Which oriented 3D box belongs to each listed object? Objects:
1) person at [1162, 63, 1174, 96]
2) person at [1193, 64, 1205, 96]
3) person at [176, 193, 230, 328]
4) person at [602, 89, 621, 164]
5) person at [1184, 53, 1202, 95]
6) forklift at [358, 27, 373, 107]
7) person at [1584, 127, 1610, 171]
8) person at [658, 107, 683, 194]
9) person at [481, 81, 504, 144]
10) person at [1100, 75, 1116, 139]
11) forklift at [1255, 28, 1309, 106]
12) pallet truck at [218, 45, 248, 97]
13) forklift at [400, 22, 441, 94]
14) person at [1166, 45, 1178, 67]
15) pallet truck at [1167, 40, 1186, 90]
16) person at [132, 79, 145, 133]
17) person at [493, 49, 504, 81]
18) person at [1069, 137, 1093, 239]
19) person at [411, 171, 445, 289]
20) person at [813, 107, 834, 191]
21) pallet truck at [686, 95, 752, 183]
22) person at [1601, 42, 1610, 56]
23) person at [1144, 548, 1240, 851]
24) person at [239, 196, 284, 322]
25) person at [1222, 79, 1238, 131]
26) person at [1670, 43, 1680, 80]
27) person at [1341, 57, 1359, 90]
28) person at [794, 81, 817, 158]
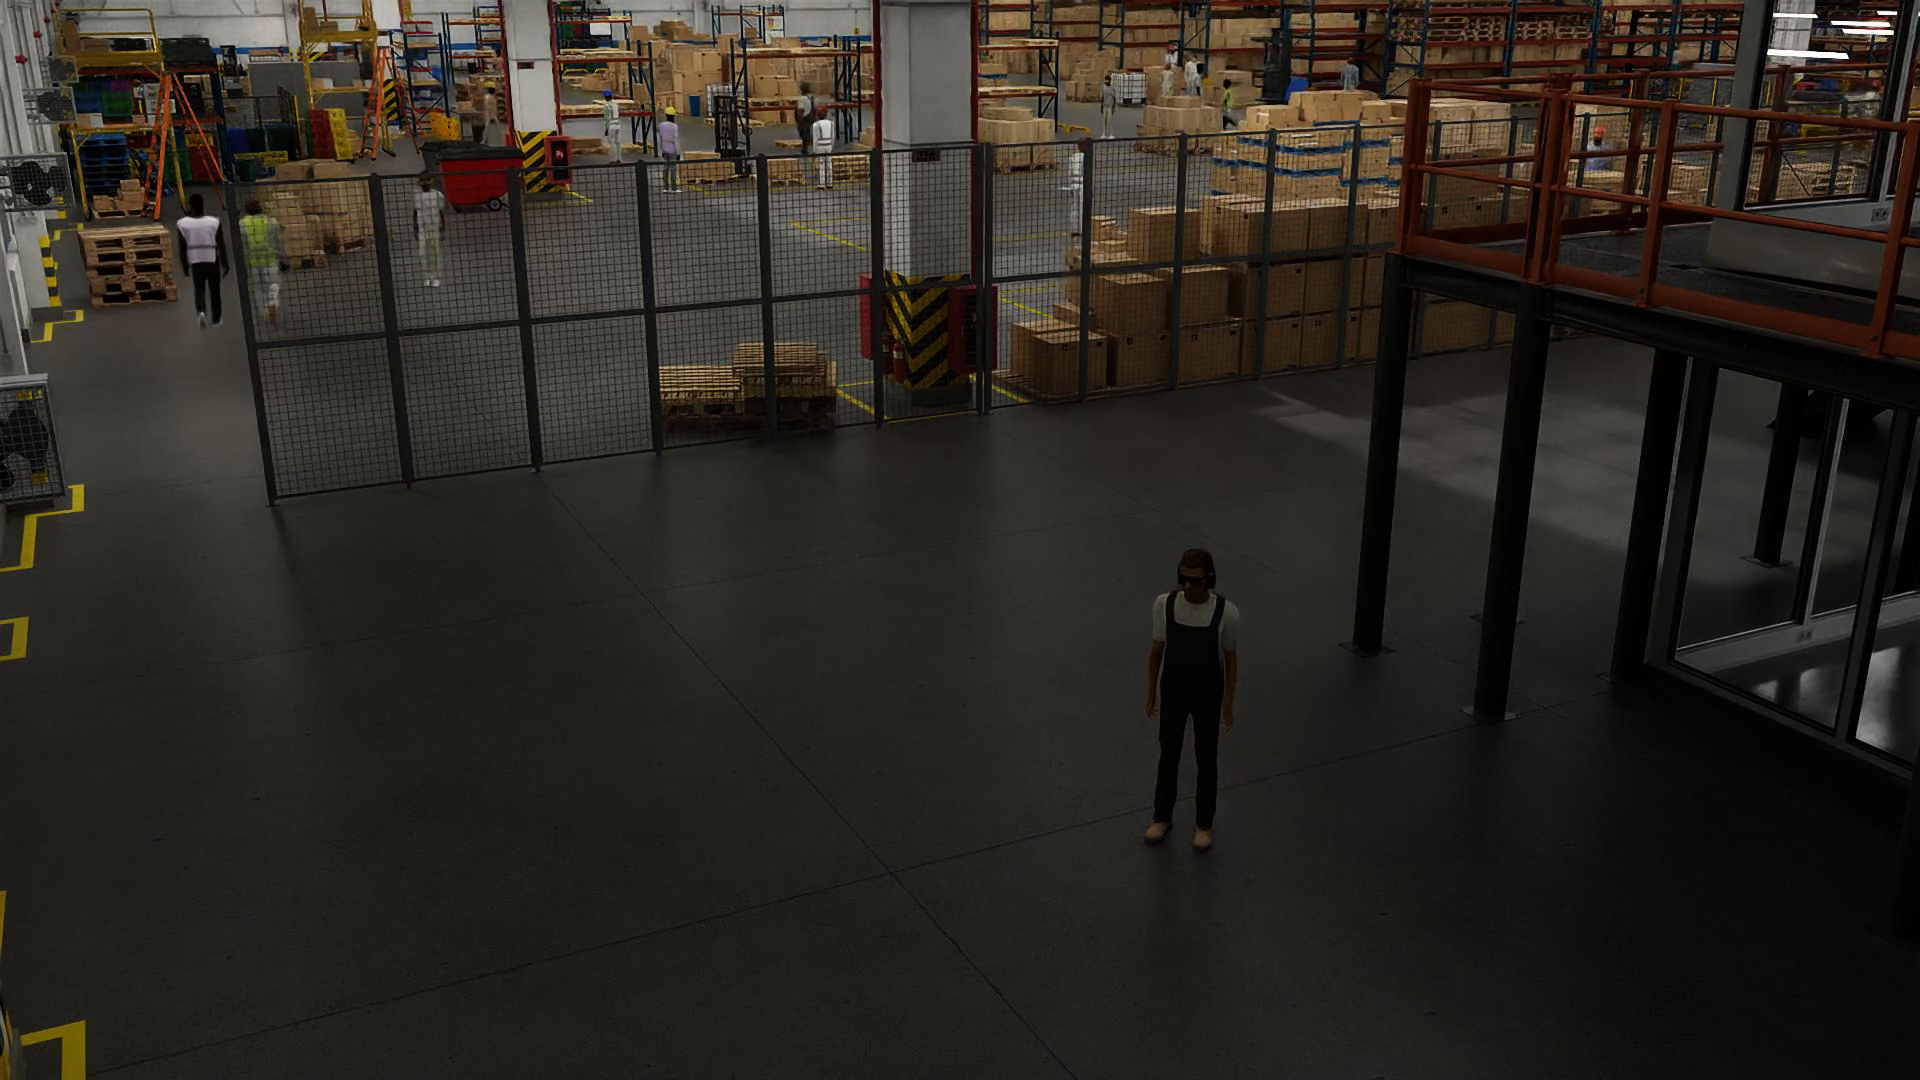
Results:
[{"bbox_3d":[7.483,-16.357,59.978,0.520,1.626,0.363,13,23,33],"label":"person"},{"bbox_3d":[7.761,-14.519,54.209,0.364,1.935,0.723,2,19,5],"label":"person"},{"bbox_3d":[-10.705,-3.944,23.585,0.606,1.906,0.450,-5,20,-14],"label":"person"},{"bbox_3d":[-8.988,-10.628,42.903,0.403,1.937,0.604,6,20,17],"label":"person"},{"bbox_3d":[8.518,-16.807,60.815,0.635,1.936,0.355,4,19,12],"label":"person"},{"bbox_3d":[-21.672,-17.492,61.376,1.129,2.768,1.873,16,25,38],"label":"forklift"},{"bbox_3d":[12.763,-7.363,33.493,0.541,1.906,0.948,15,24,37],"label":"person"},{"bbox_3d":[-6.561,-8.840,37.752,0.585,1.922,0.390,13,23,33],"label":"person"},{"bbox_3d":[-13.113,-11.926,46.762,1.013,1.868,0.620,3,19,8],"label":"person"},{"bbox_3d":[4.431,-12.936,49.717,0.512,1.860,0.325,14,24,36],"label":"person"},{"bbox_3d":[11.625,-17.087,60.202,1.873,2.768,1.129,-9,21,-25],"label":"forklift"},{"bbox_3d":[-28.879,-18.665,66.111,0.823,1.965,1.885,-3,19,-9],"label":"pallet truck"},{"bbox_3d":[-21.973,-19.281,66.562,1.129,2.768,1.873,14,23,35],"label":"forklift"},{"bbox_3d":[8.613,-19.186,67.734,0.560,1.918,0.499,-8,21,-22],"label":"person"},{"bbox_3d":[9.045,-19.971,69.895,0.823,1.965,1.885,-3,19,-8],"label":"pallet truck"},{"bbox_3d":[-25.375,-13.403,51.413,0.525,1.631,0.317,4,19,11],"label":"person"},{"bbox_3d":[-19.212,-19.612,69.360,0.529,1.665,0.829,-8,21,-23],"label":"person"},{"bbox_3d":[2.297,-6.641,31.428,0.355,1.883,0.572,-15,24,-38],"label":"person"},{"bbox_3d":[-8.472,-4.923,26.478,0.525,1.852,0.629,-2,19,-6],"label":"person"},{"bbox_3d":[-3.135,-8.955,38.135,0.576,1.883,0.354,-16,25,-39],"label":"person"},{"bbox_3d":[-5.836,-9.608,39.856,0.823,1.965,1.885,10,22,27],"label":"pallet truck"},{"bbox_3d":[29.127,-21.710,75.148,0.947,1.866,0.641,17,25,41],"label":"person"},{"bbox_3d":[1.332,0.912,9.589,0.517,1.843,0.325,7,20,18],"label":"person"},{"bbox_3d":[-10.036,-4.004,23.877,0.633,1.825,0.697,-6,20,-17],"label":"person"},{"bbox_3d":[8.229,-13.252,50.889,0.605,1.679,0.540,6,20,17],"label":"person"},{"bbox_3d":[31.229,-20.856,72.817,0.546,1.751,0.452,1,19,2],"label":"person"},{"bbox_3d":[13.572,-15.822,57.958,0.627,1.940,0.372,10,21,27],"label":"person"},{"bbox_3d":[-4.084,-11.281,44.640,0.756,2.000,0.679,6,20,18],"label":"person"}]
